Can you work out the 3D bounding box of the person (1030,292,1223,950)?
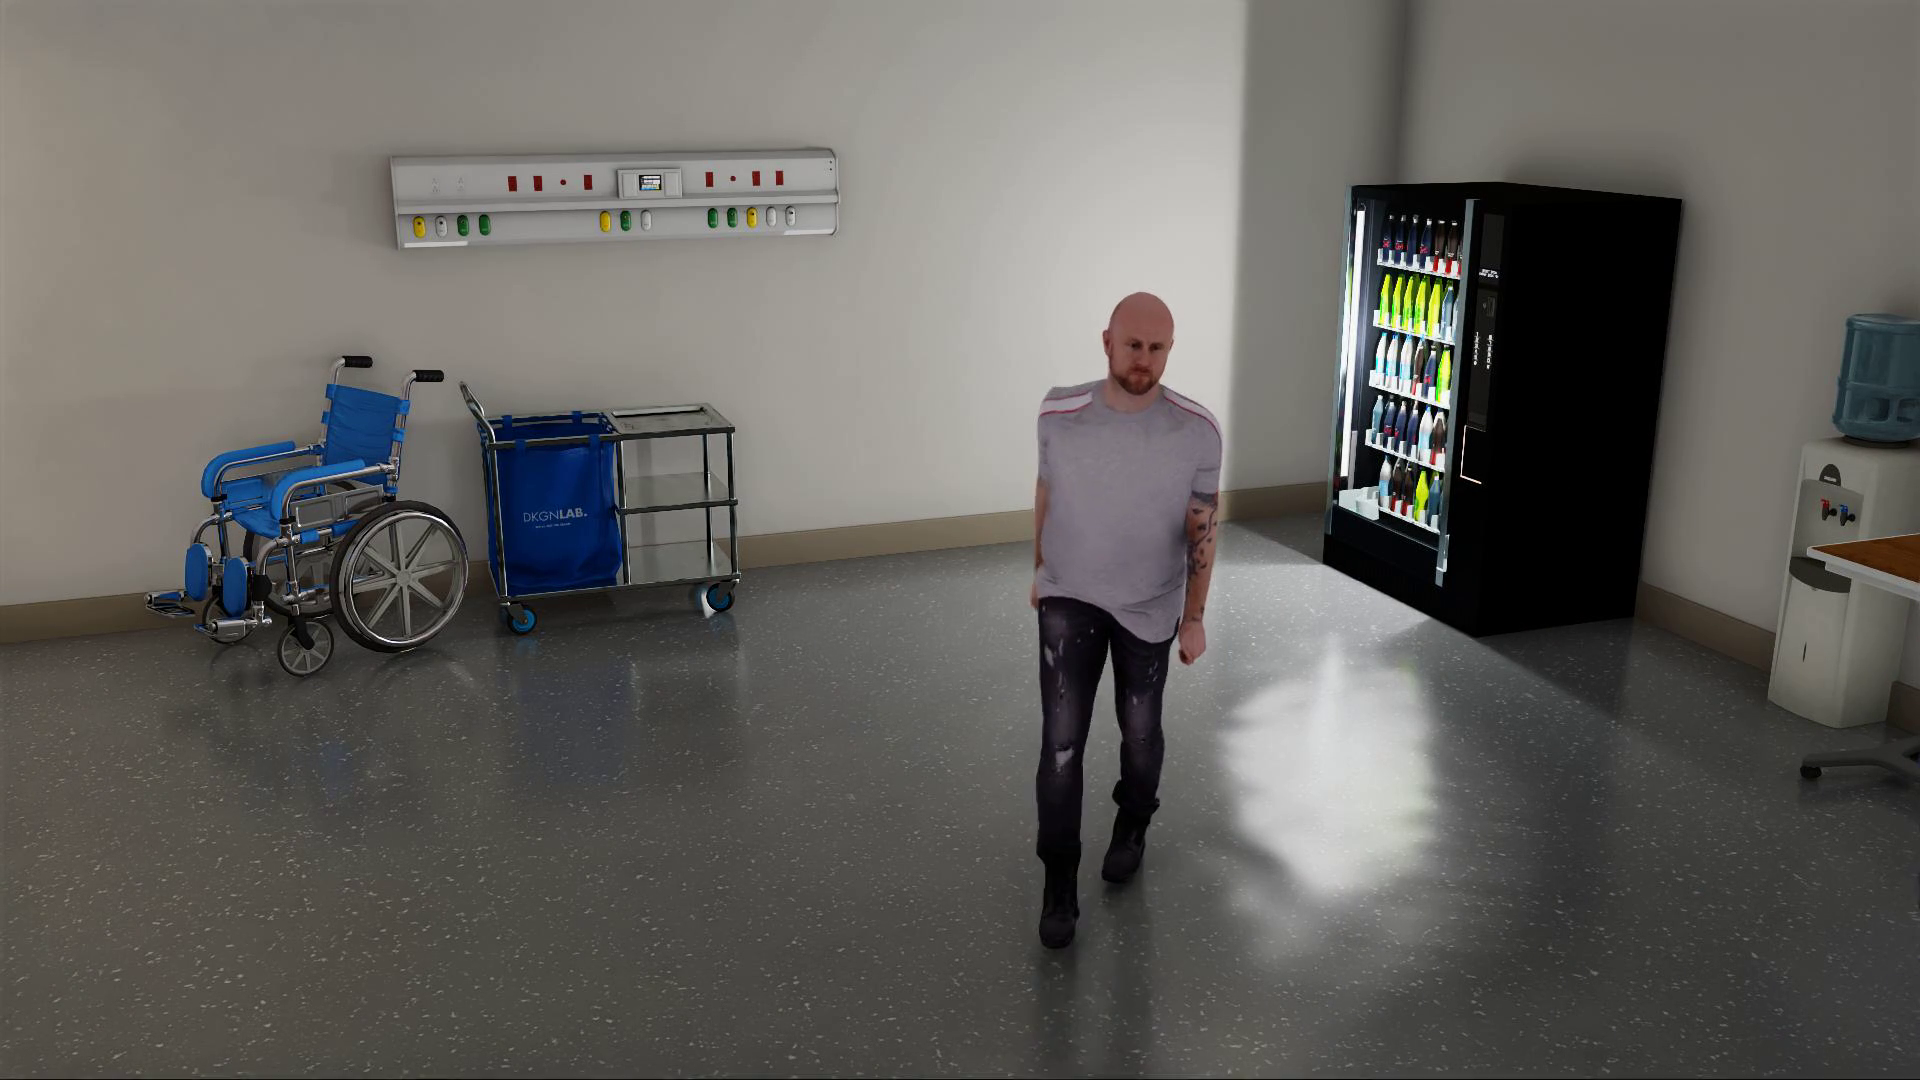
[{"bbox_3d":[0.441,0.180,4.716,1.010,1.773,1.165,4,16,14],"label":"person"}]
